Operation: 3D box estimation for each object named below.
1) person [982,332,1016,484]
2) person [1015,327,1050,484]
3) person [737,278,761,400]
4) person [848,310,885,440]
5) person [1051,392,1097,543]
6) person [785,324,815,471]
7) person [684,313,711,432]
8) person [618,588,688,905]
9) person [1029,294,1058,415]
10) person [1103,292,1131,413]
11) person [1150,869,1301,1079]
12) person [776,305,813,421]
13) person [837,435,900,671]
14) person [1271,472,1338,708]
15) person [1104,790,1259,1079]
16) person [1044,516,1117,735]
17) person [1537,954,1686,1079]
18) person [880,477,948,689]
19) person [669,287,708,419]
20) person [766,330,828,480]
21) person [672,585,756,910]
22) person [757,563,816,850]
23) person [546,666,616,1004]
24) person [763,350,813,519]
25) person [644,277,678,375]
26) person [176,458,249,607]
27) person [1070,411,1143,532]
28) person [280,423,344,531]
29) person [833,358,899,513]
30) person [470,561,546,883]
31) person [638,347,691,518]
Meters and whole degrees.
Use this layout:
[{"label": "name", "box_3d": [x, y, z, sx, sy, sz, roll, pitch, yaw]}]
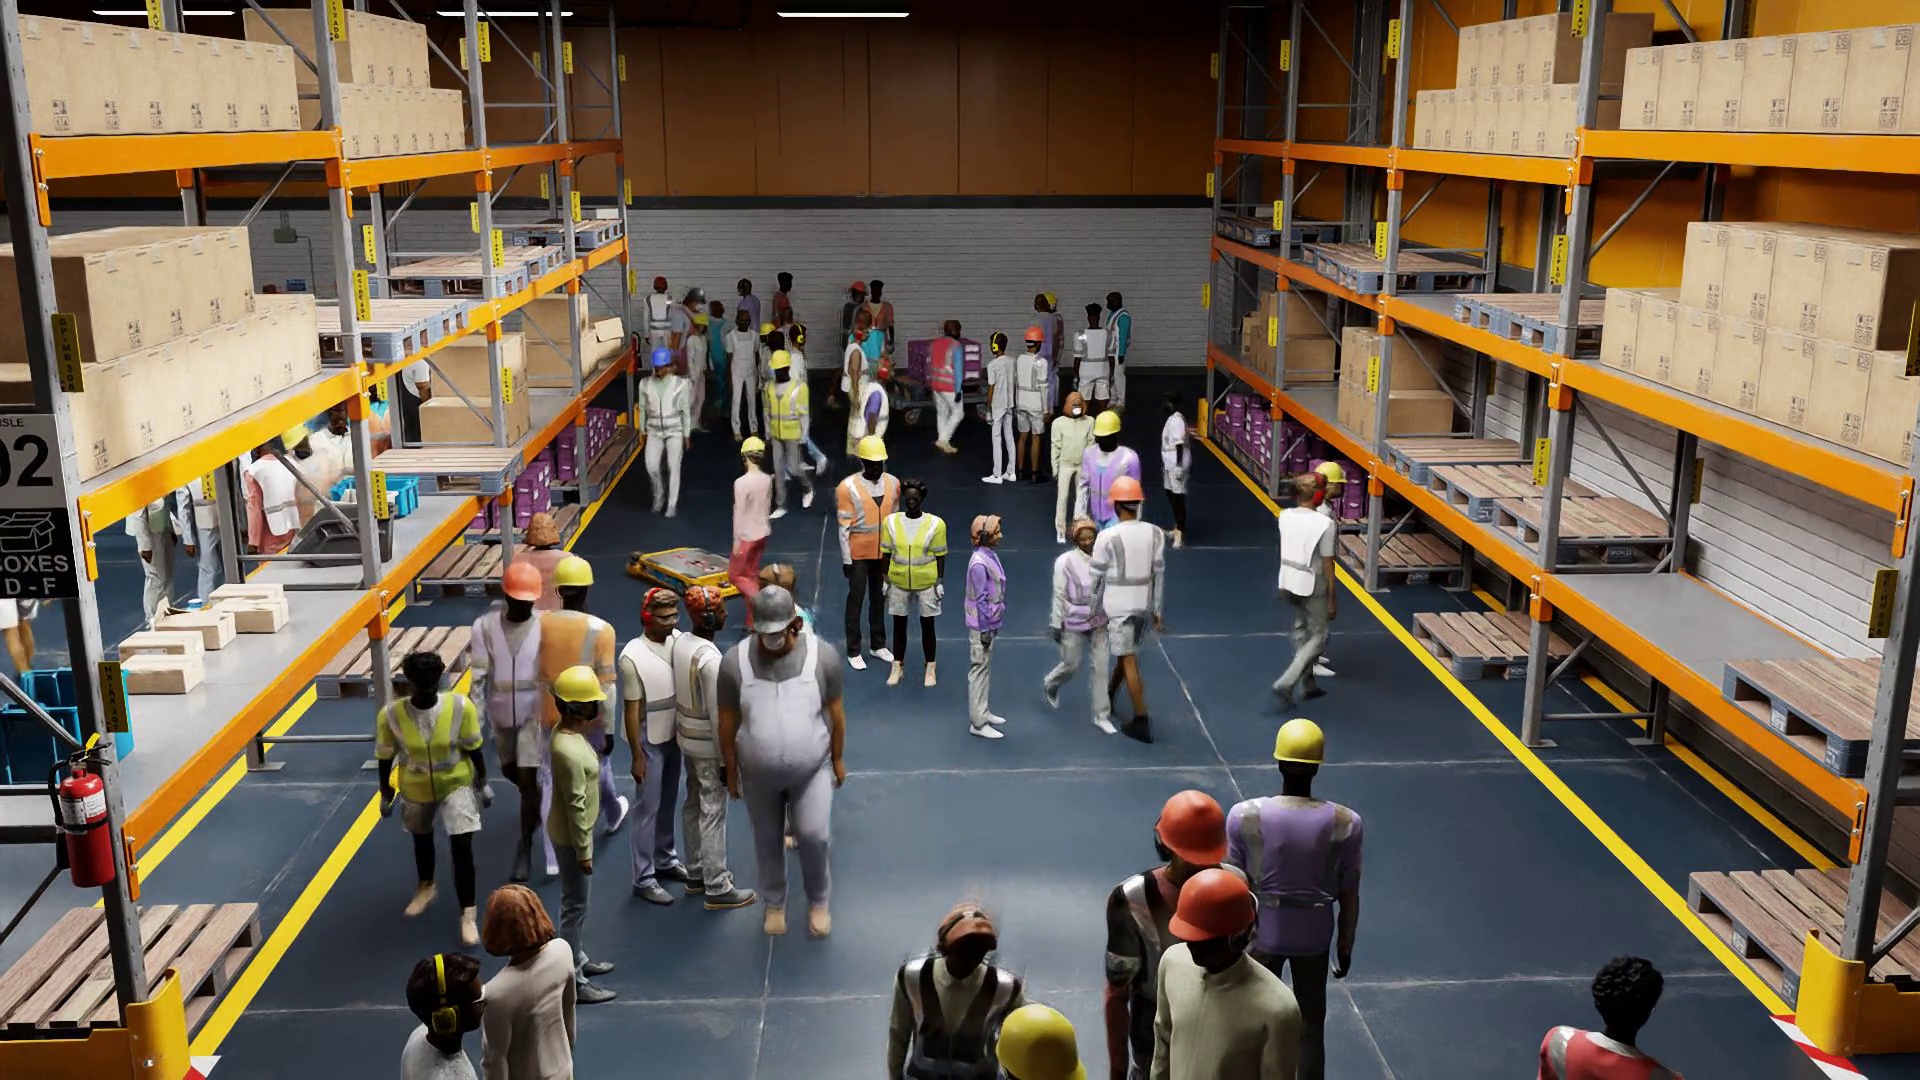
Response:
[{"label": "person", "box_3d": [0.499, -1.619, 20.443, 0.510, 1.860, 0.334, -14, 20, -43]}, {"label": "person", "box_3d": [0.894, -1.654, 20.446, 0.390, 1.927, 0.548, -13, 19, -42]}, {"label": "person", "box_3d": [-3.354, -3.190, 26.467, 0.367, 1.933, 0.628, 4, 15, 16]}, {"label": "person", "box_3d": [-1.297, -2.257, 22.992, 0.571, 1.835, 0.419, -10, 17, -34]}, {"label": "person", "box_3d": [1.196, -0.767, 17.564, 0.504, 1.623, 0.284, -4, 15, -15]}, {"label": "person", "box_3d": [-2.070, -1.807, 21.183, 0.325, 1.858, 0.513, -7, 16, -26]}, {"label": "person", "box_3d": [-3.786, -2.368, 23.647, 0.544, 1.735, 0.530, 3, 15, 13]}, {"label": "person", "box_3d": [-1.750, 1.157, 9.573, 0.374, 1.840, 0.569, 6, 15, 21]}, {"label": "person", "box_3d": [1.231, -2.770, 24.997, 0.504, 1.839, 0.344, -8, 16, -29]}, {"label": "person", "box_3d": [2.375, -2.876, 25.436, 0.429, 1.832, 0.635, -4, 15, -16]}, {"label": "person", "box_3d": [0.881, 2.057, 5.761, 0.408, 1.986, 0.617, -12, 19, -40]}, {"label": "person", "box_3d": [-2.378, -2.408, 23.638, 0.813, 1.816, 0.559, 12, 18, 39]}, {"label": "person", "box_3d": [-0.722, 0.090, 13.589, 0.586, 1.928, 0.380, -10, 17, -35]}, {"label": "person", "box_3d": [2.627, 0.389, 12.619, 0.600, 1.828, 0.580, -8, 16, -29]}, {"label": "person", "box_3d": [0.849, 1.892, 6.318, 0.611, 2.032, 0.411, -4, 15, -15]}, {"label": "person", "box_3d": [0.887, 0.591, 12.259, 0.533, 1.611, 0.672, -7, 16, -25]}, {"label": "person", "box_3d": [2.203, 2.222, 5.699, 0.320, 1.692, 0.536, -13, 19, -41]}, {"label": "person", "box_3d": [-0.367, 0.336, 13.082, 0.537, 1.700, 0.317, 2, 14, 9]}, {"label": "person", "box_3d": [-3.945, -2.745, 24.493, 0.649, 2.000, 0.732, 5, 15, 19]}, {"label": "person", "box_3d": [-2.054, -1.636, 20.472, 0.715, 1.888, 0.617, 9, 17, 31]}, {"label": "person", "box_3d": [-1.424, 1.168, 9.450, 0.356, 1.883, 0.573, -8, 17, -30]}, {"label": "person", "box_3d": [-1.036, 1.024, 10.122, 0.484, 1.824, 0.522, -4, 15, -16]}, {"label": "person", "box_3d": [-1.926, 1.487, 8.449, 0.339, 1.761, 0.524, -4, 15, -15]}, {"label": "person", "box_3d": [-1.928, -1.204, 18.724, 0.587, 1.911, 0.561, 7, 16, 26]}, {"label": "person", "box_3d": [-4.878, -3.374, 27.272, 0.584, 1.883, 0.339, 1, 14, 4]}, {"label": "person", "box_3d": [-6.452, -0.092, 14.352, 0.401, 1.908, 0.597, 8, 16, 29]}, {"label": "person", "box_3d": [1.267, -0.205, 14.827, 0.596, 1.891, 0.871, 13, 19, 42]}, {"label": "person", "box_3d": [-5.699, -0.163, 14.673, 0.443, 1.885, 0.644, 13, 19, 42]}, {"label": "person", "box_3d": [-1.037, -1.147, 18.691, 0.643, 1.812, 0.584, 0, 14, -2]}, {"label": "person", "box_3d": [-2.642, 1.010, 10.051, 0.556, 1.899, 0.936, -1, 14, -3]}, {"label": "person", "box_3d": [-3.304, -1.202, 18.645, 0.617, 1.930, 0.441, 1, 14, 3]}]
